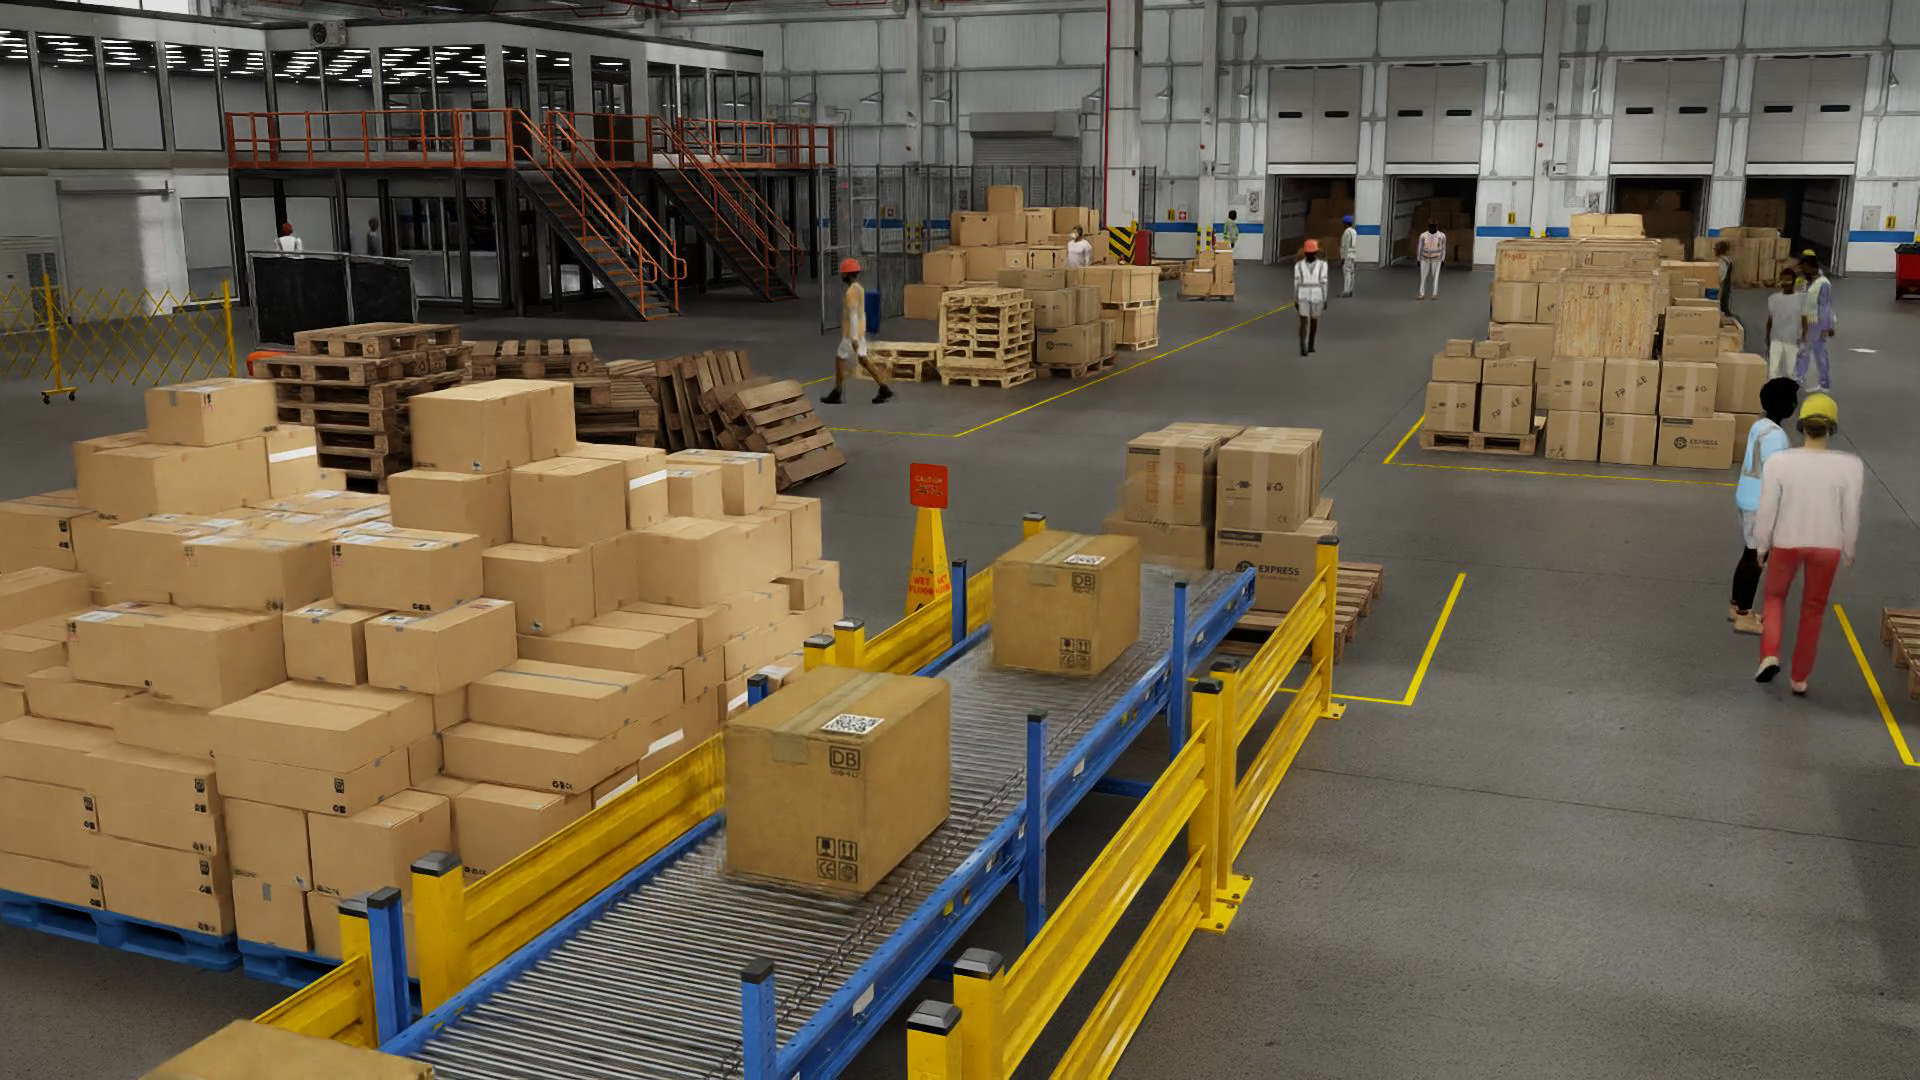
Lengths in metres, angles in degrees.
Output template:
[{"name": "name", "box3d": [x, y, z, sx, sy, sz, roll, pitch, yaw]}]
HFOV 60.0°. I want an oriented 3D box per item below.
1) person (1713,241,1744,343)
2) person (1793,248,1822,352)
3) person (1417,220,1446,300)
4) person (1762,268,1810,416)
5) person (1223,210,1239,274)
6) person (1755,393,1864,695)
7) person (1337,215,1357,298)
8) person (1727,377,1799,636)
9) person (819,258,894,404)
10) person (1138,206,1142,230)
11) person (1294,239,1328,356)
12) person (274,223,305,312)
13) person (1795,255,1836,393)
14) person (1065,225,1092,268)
[{"name": "person", "box3d": [13.136, -4.243, 28.684, 0.532, 1.802, 0.971, -10, 16, -39]}, {"name": "person", "box3d": [13.948, -3.952, 27.502, 0.497, 1.727, 0.389, 9, 15, 35]}, {"name": "person", "box3d": [10.992, -6.529, 38.821, 0.633, 1.841, 0.429, 5, 14, 21]}, {"name": "person", "box3d": [10.280, -2.472, 20.686, 0.517, 1.830, 0.907, 8, 15, 31]}, {"name": "person", "box3d": [7.885, -8.663, 48.406, 0.430, 1.841, 0.624, 0, 13, -2]}, {"name": "person", "box3d": [4.885, 0.029, 9.609, 0.538, 1.757, 0.370, 6, 14, 26]}, {"name": "person", "box3d": [9.189, -6.721, 39.438, 0.392, 1.949, 0.602, 8, 15, 31]}, {"name": "person", "box3d": [5.262, -0.227, 10.905, 0.320, 1.692, 0.538, 4, 13, 16]}, {"name": "person", "box3d": [-1.316, -2.694, 21.499, 0.956, 1.904, 0.555, 2, 13, 9]}, {"name": "person", "box3d": [5.463, -9.556, 52.256, 0.688, 1.908, 0.592, 4, 13, 16]}, {"name": "person", "box3d": [5.742, -3.989, 27.314, 0.540, 1.904, 0.882, 2, 13, 9]}, {"name": "person", "box3d": [-14.343, -5.835, 35.620, 0.573, 1.883, 0.356, -5, 13, -21]}, {"name": "person", "box3d": [11.572, -2.924, 22.580, 0.617, 1.881, 0.594, 3, 13, 12]}, {"name": "person", "box3d": [2.283, -5.185, 32.612, 0.511, 1.930, 0.713, -12, 17, -43]}]
